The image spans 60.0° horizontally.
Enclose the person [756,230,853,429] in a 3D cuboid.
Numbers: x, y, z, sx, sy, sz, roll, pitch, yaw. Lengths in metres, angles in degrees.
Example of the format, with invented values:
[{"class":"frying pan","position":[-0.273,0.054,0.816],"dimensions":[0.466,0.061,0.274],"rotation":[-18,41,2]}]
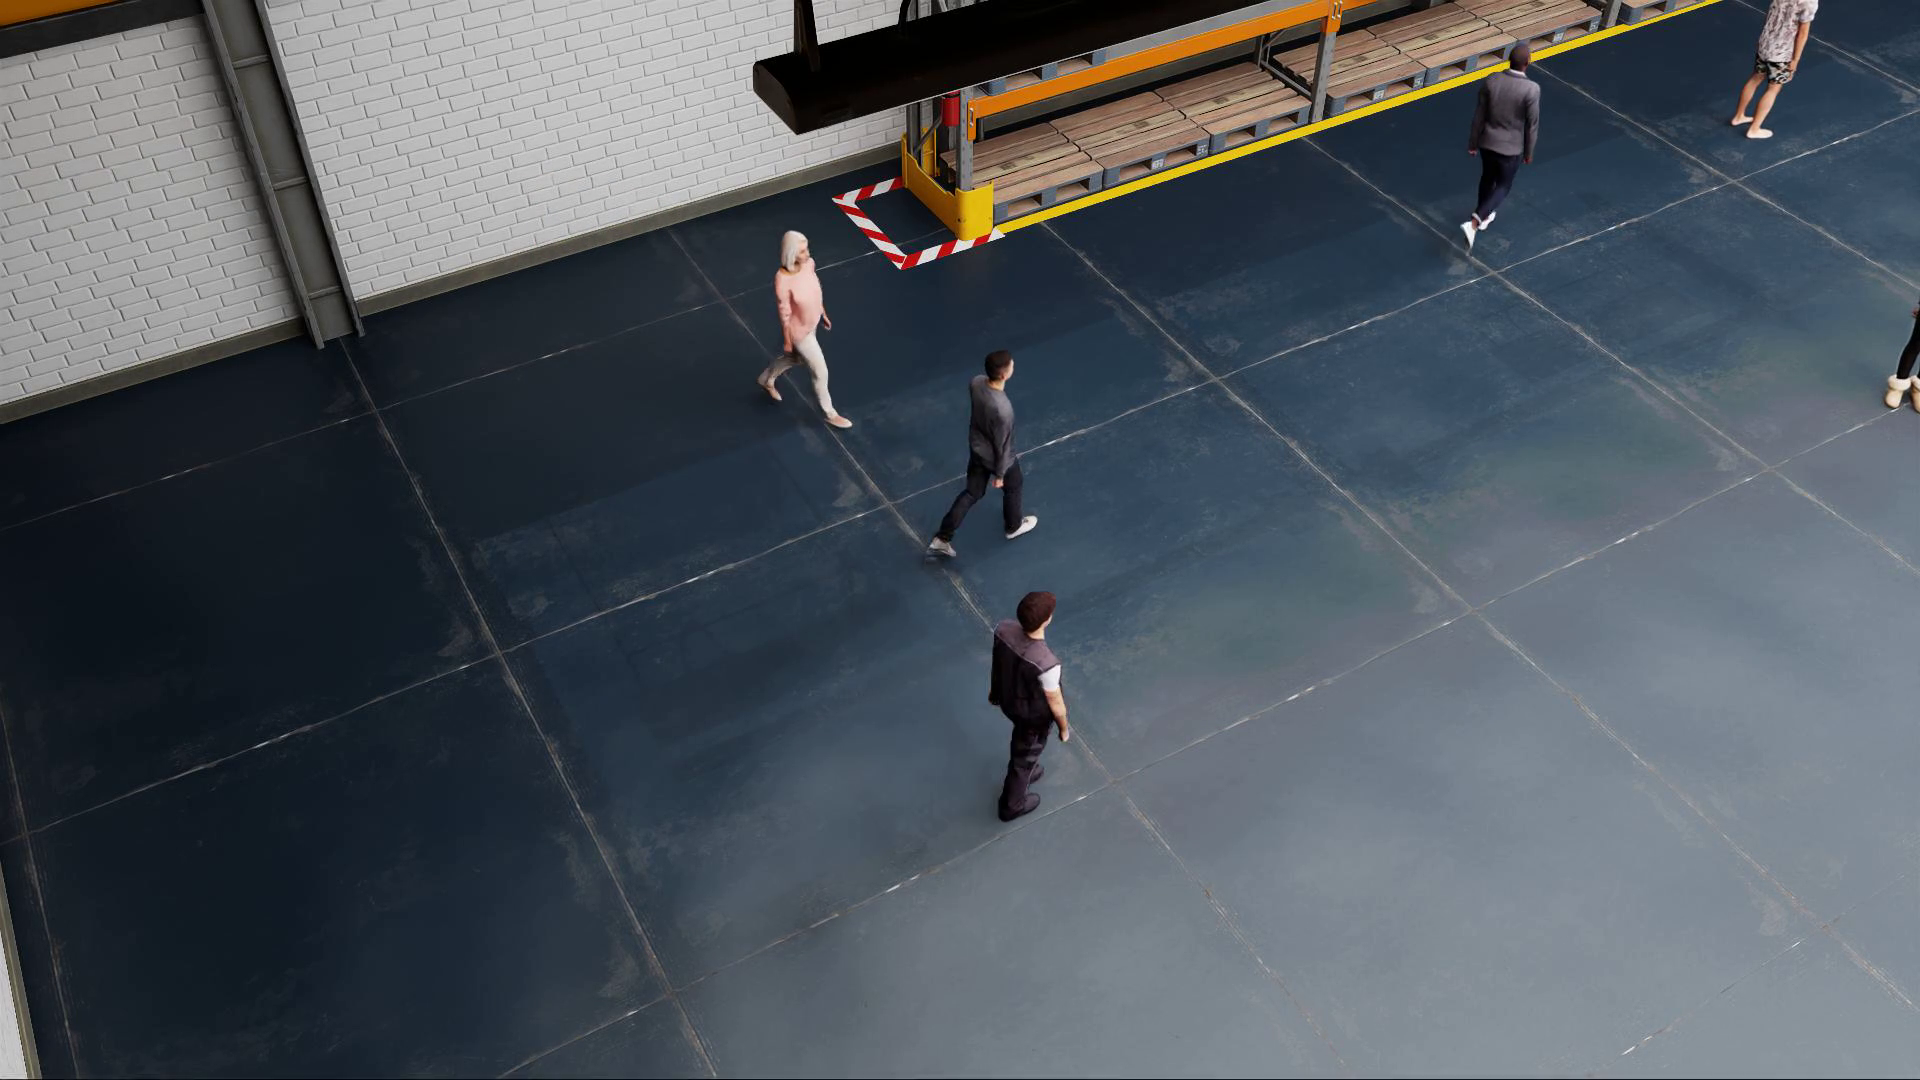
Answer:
[{"class":"person","position":[-1.264,-1.629,12.556],"dimensions":[1.090,1.695,1.098],"rotation":[15,46,15]}]

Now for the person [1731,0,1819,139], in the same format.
[{"class":"person","position":[7.711,-4.668,15.661],"dimensions":[0.627,1.811,0.708],"rotation":[-14,45,-14]}]

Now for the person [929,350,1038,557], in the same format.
[{"class":"person","position":[0.148,-0.557,11.403],"dimensions":[1.139,1.733,0.705],"rotation":[-28,50,-26]}]

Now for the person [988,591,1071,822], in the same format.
[{"class":"person","position":[0.313,1.018,9.677],"dimensions":[0.725,1.833,0.738],"rotation":[-28,50,-26]}]

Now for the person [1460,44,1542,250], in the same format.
[{"class":"person","position":[4.613,-3.355,14.291],"dimensions":[0.880,1.800,1.093],"rotation":[33,53,30]}]
